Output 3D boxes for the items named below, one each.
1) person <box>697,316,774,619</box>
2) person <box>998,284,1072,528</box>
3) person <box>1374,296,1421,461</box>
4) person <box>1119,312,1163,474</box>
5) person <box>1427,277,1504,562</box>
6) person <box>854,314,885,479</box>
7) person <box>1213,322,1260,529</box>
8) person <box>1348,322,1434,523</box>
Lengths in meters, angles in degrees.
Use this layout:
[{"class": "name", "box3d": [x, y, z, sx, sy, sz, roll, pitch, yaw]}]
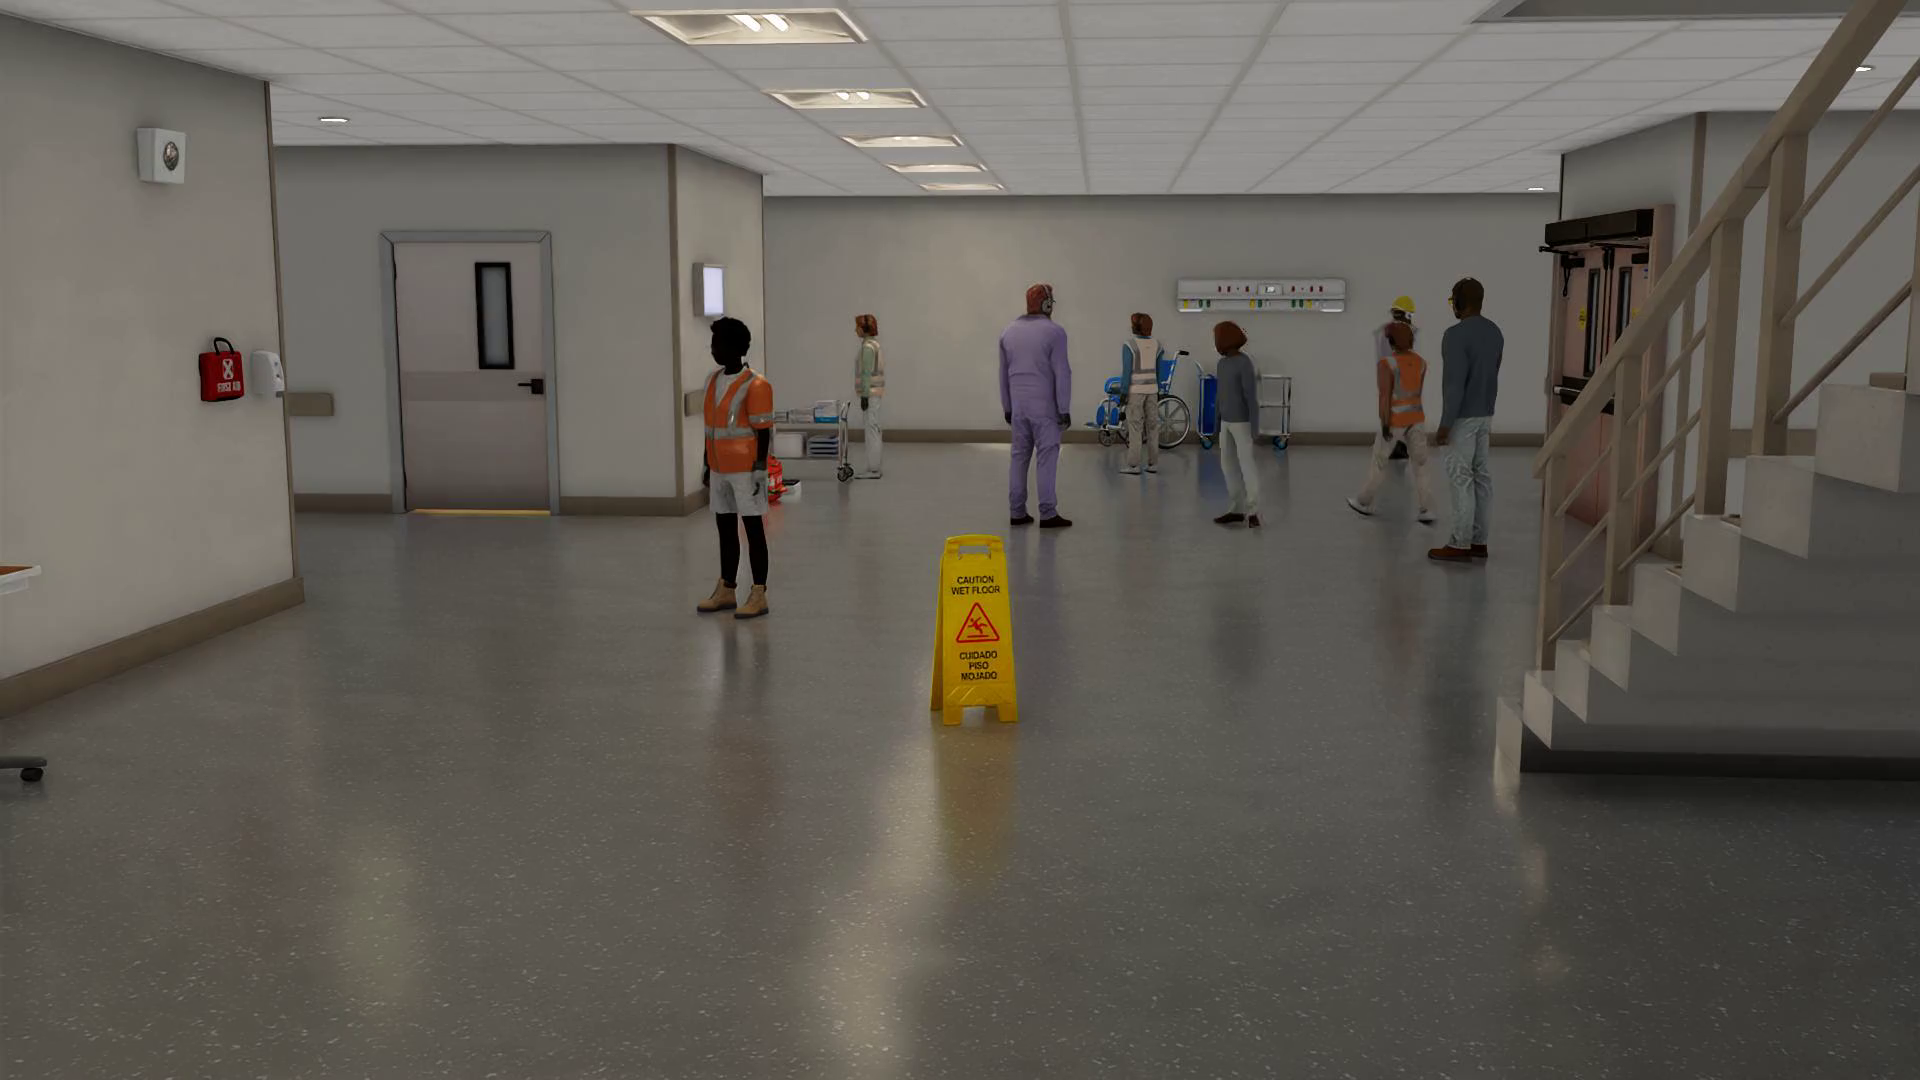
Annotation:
[{"class": "person", "box3d": [-1.268, -0.407, 9.390, 0.531, 1.697, 0.322, 8, 11, 42]}, {"class": "person", "box3d": [0.618, -1.050, 13.058, 0.652, 1.906, 0.402, 7, 11, 40]}, {"class": "person", "box3d": [4.807, -1.762, 18.236, 0.588, 1.812, 0.417, 7, 11, 41]}, {"class": "person", "box3d": [1.841, -1.485, 16.896, 0.522, 1.645, 0.306, -6, 10, -34]}, {"class": "person", "box3d": [3.458, -0.817, 11.369, 0.638, 1.936, 0.356, -8, 12, -44]}, {"class": "person", "box3d": [-0.897, -1.417, 16.491, 0.311, 1.631, 0.506, 0, 8, 3]}, {"class": "person", "box3d": [2.180, -0.896, 13.037, 0.357, 1.601, 0.646, -3, 9, -21]}, {"class": "person", "box3d": [3.520, -0.946, 13.410, 0.529, 1.595, 0.875, -4, 9, -26]}]
